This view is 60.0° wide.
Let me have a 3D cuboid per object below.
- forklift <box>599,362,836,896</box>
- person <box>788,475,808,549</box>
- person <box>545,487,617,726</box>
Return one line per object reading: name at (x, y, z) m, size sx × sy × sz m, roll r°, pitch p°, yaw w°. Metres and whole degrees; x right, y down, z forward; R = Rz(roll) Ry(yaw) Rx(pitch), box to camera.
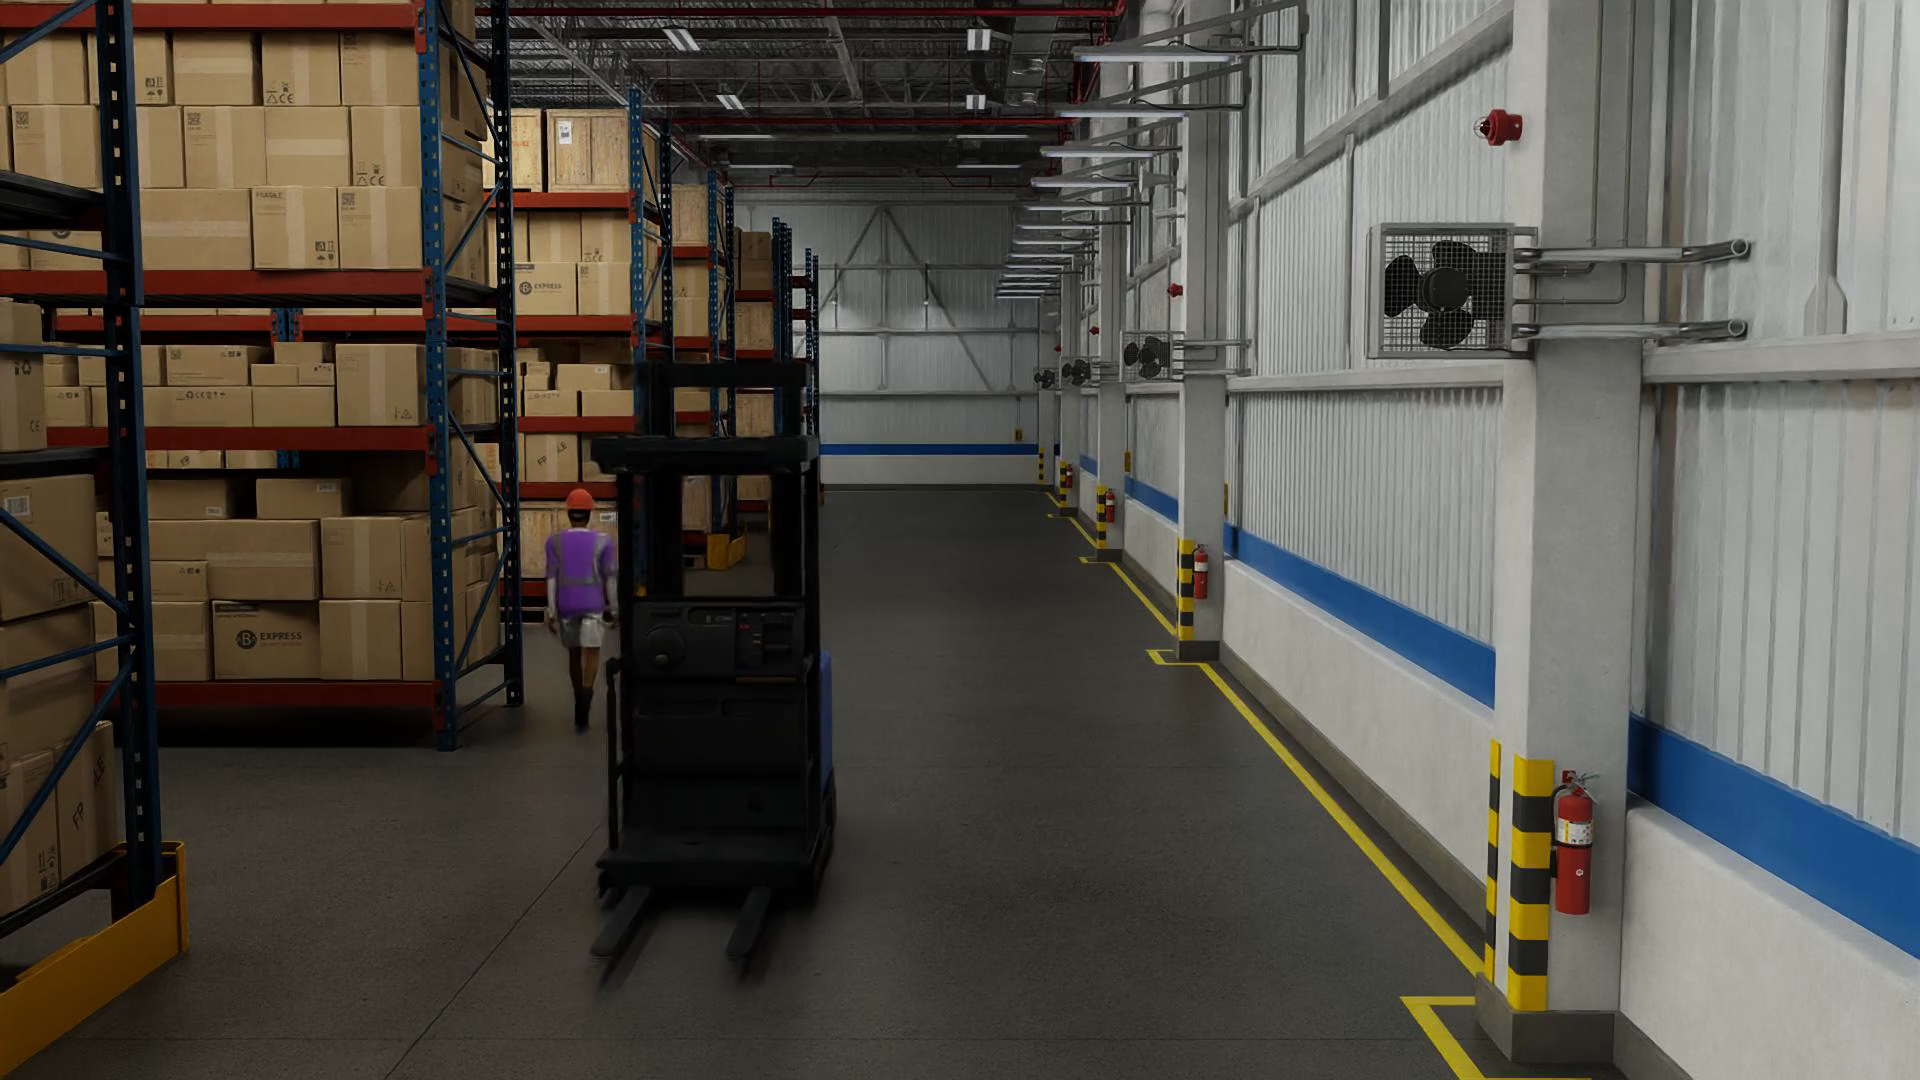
forklift at (-1.304, 0.388, 9.389) m, size 1.129 × 2.768 × 1.873 m, roll 0°, pitch 5°, yaw 0°
person at (-2.770, -0.632, 28.521) m, size 0.538 × 1.619 × 0.568 m, roll 0°, pitch 5°, yaw 0°
person at (-3.048, 0.529, 13.374) m, size 0.555 × 1.909 × 0.880 m, roll -1°, pitch 5°, yaw -6°
